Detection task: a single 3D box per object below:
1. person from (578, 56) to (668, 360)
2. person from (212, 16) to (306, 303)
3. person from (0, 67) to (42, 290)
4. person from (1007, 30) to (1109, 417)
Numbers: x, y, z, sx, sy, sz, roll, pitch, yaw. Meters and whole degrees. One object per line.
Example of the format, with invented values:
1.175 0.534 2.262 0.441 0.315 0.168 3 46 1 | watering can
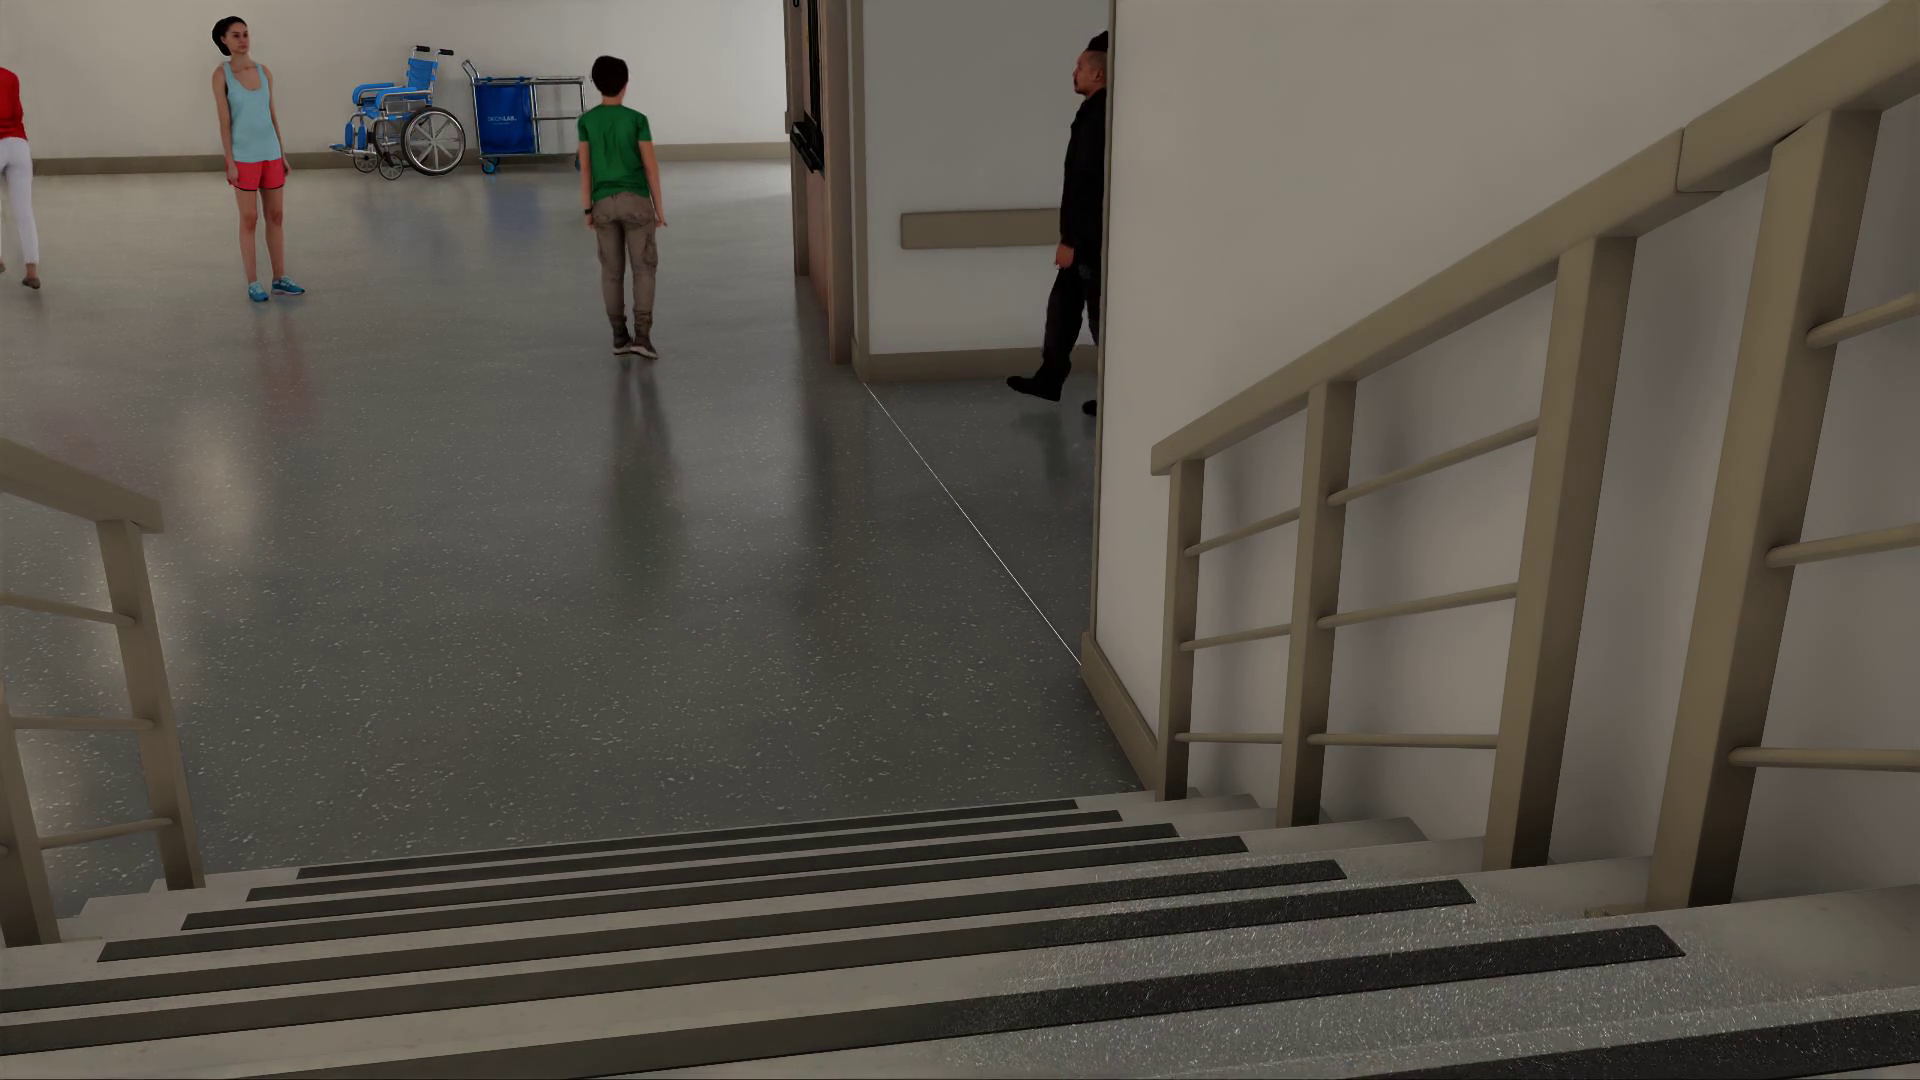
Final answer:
-1.867 -1.837 9.199 0.701 1.671 0.817 1 21 4 | person
-4.501 -2.423 10.613 0.759 1.765 0.699 14 25 32 | person
-6.186 -2.439 10.827 0.983 1.644 1.182 -19 28 -41 | person
0.756 -1.489 8.043 1.011 1.838 1.007 3 21 8 | person
